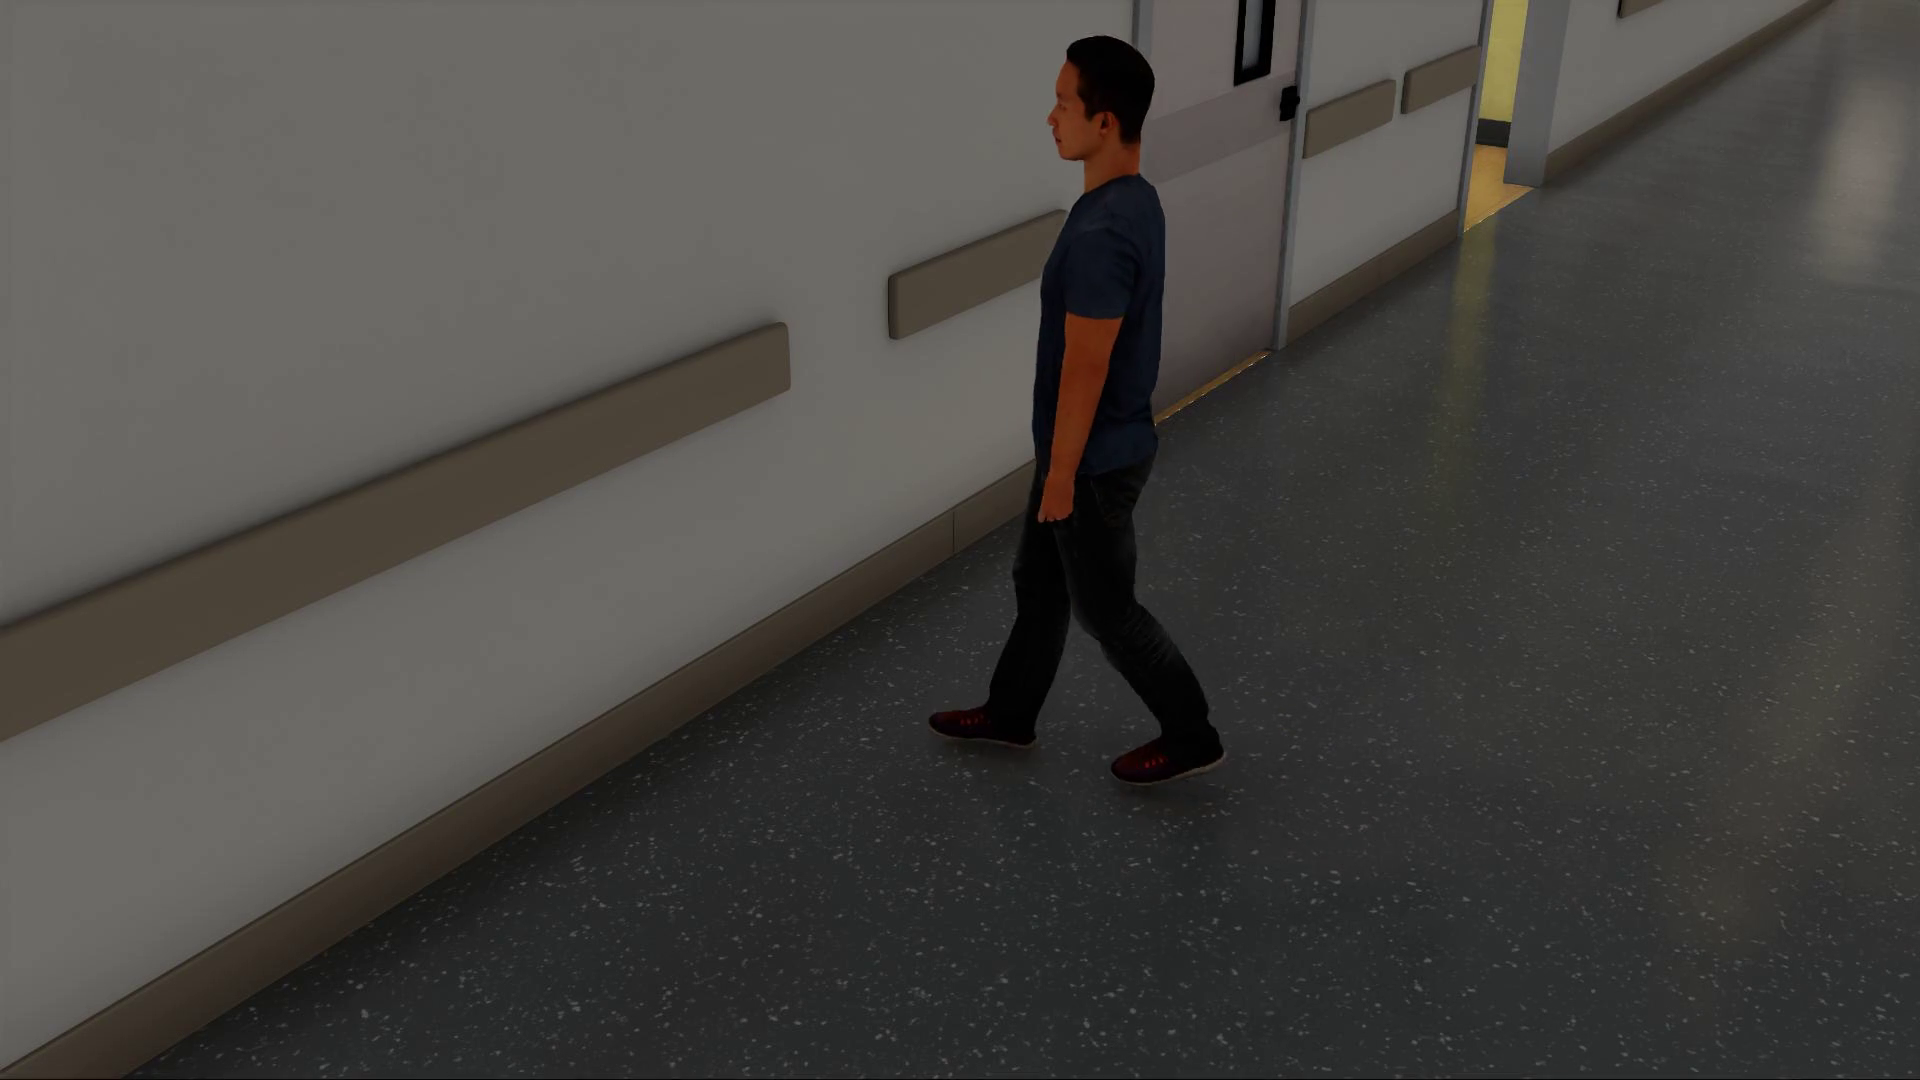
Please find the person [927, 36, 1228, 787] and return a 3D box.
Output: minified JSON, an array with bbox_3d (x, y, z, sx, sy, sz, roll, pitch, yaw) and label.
[{"bbox_3d":[0.381,-0.205,3.804,1.115,1.785,0.939,4,26,8],"label":"person"}]
